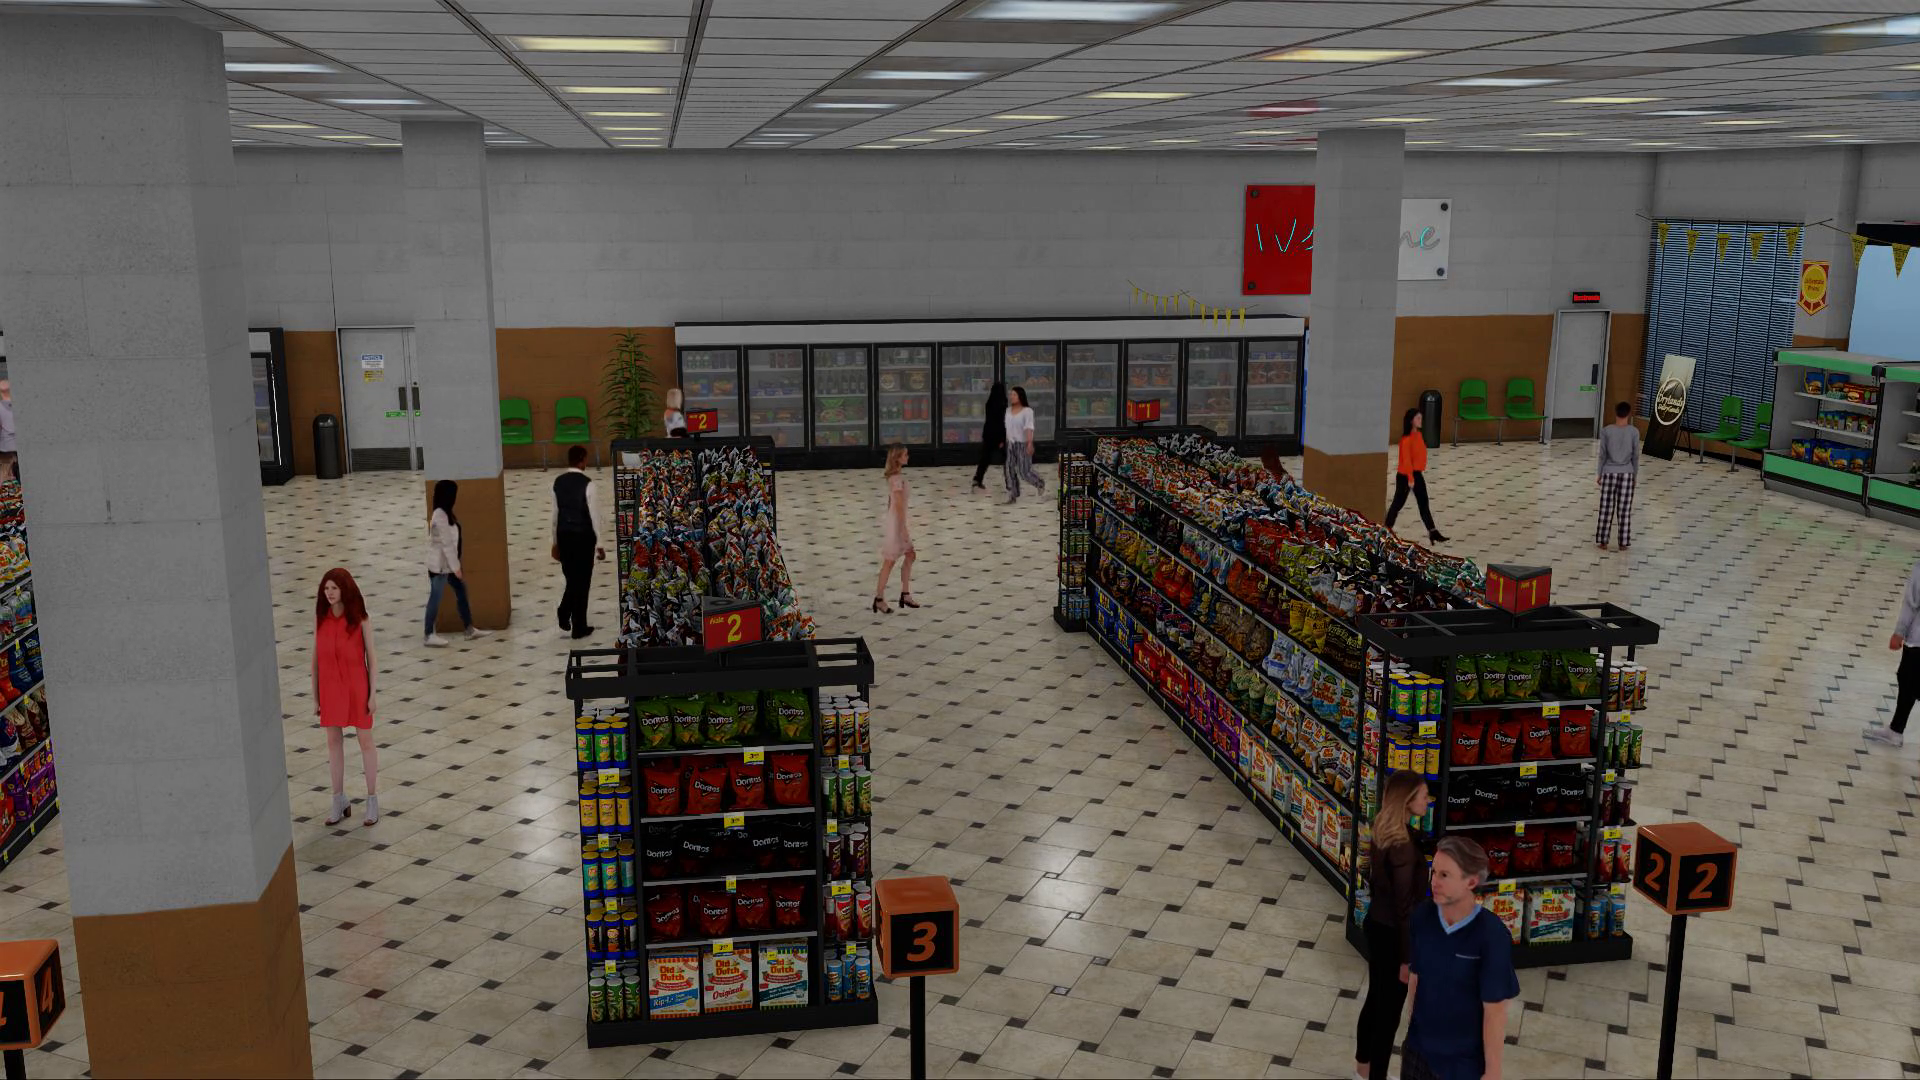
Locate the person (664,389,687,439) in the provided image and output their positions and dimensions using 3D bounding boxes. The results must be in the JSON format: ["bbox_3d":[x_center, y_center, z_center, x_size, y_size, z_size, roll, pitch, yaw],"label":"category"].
[{"bbox_3d":[-3.881,-1.177,22.521,0.727,1.744,0.788,12,17,44],"label":"person"}]

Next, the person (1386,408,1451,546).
[{"bbox_3d":[5.484,-0.756,20.607,1.155,1.708,1.036,10,16,40],"label":"person"}]

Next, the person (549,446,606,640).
[{"bbox_3d":[-3.814,0.046,16.321,0.827,1.905,0.871,4,13,20],"label":"person"}]

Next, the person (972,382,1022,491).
[{"bbox_3d":[0.461,-1.482,24.364,1.081,1.581,1.137,-11,16,-42],"label":"person"}]

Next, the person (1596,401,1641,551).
[{"bbox_3d":[8.099,-0.798,20.469,0.702,1.847,0.695,4,13,18],"label":"person"}]

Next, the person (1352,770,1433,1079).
[{"bbox_3d":[2.059,1.907,7.972,0.703,1.703,0.500,0,12,0],"label":"person"}]

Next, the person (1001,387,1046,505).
[{"bbox_3d":[0.894,-1.332,23.461,1.044,1.660,1.046,-11,16,-42],"label":"person"}]

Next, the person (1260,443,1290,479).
[{"bbox_3d":[3.457,-0.185,17.963,0.923,1.681,0.853,10,16,40],"label":"person"}]

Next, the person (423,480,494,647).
[{"bbox_3d":[-5.083,0.243,16.107,0.757,1.607,0.819,-1,12,-4],"label":"person"}]

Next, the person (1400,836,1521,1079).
[{"bbox_3d":[2.044,2.093,6.742,0.953,1.847,1.011,-7,14,-32],"label":"person"}]

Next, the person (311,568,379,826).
[{"bbox_3d":[-4.274,1.083,11.583,0.632,1.828,0.570,0,12,2],"label":"person"}]

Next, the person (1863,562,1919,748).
[{"bbox_3d":[7.568,0.770,12.887,1.057,1.903,1.250,-10,15,-39],"label":"person"}]

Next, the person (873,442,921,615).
[{"bbox_3d":[-0.774,-0.107,17.277,0.677,1.811,0.679,-1,12,-5],"label":"person"}]

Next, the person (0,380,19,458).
[{"bbox_3d":[-12.943,-1.278,22.774,0.750,1.837,0.738,-8,14,-34],"label":"person"}]
